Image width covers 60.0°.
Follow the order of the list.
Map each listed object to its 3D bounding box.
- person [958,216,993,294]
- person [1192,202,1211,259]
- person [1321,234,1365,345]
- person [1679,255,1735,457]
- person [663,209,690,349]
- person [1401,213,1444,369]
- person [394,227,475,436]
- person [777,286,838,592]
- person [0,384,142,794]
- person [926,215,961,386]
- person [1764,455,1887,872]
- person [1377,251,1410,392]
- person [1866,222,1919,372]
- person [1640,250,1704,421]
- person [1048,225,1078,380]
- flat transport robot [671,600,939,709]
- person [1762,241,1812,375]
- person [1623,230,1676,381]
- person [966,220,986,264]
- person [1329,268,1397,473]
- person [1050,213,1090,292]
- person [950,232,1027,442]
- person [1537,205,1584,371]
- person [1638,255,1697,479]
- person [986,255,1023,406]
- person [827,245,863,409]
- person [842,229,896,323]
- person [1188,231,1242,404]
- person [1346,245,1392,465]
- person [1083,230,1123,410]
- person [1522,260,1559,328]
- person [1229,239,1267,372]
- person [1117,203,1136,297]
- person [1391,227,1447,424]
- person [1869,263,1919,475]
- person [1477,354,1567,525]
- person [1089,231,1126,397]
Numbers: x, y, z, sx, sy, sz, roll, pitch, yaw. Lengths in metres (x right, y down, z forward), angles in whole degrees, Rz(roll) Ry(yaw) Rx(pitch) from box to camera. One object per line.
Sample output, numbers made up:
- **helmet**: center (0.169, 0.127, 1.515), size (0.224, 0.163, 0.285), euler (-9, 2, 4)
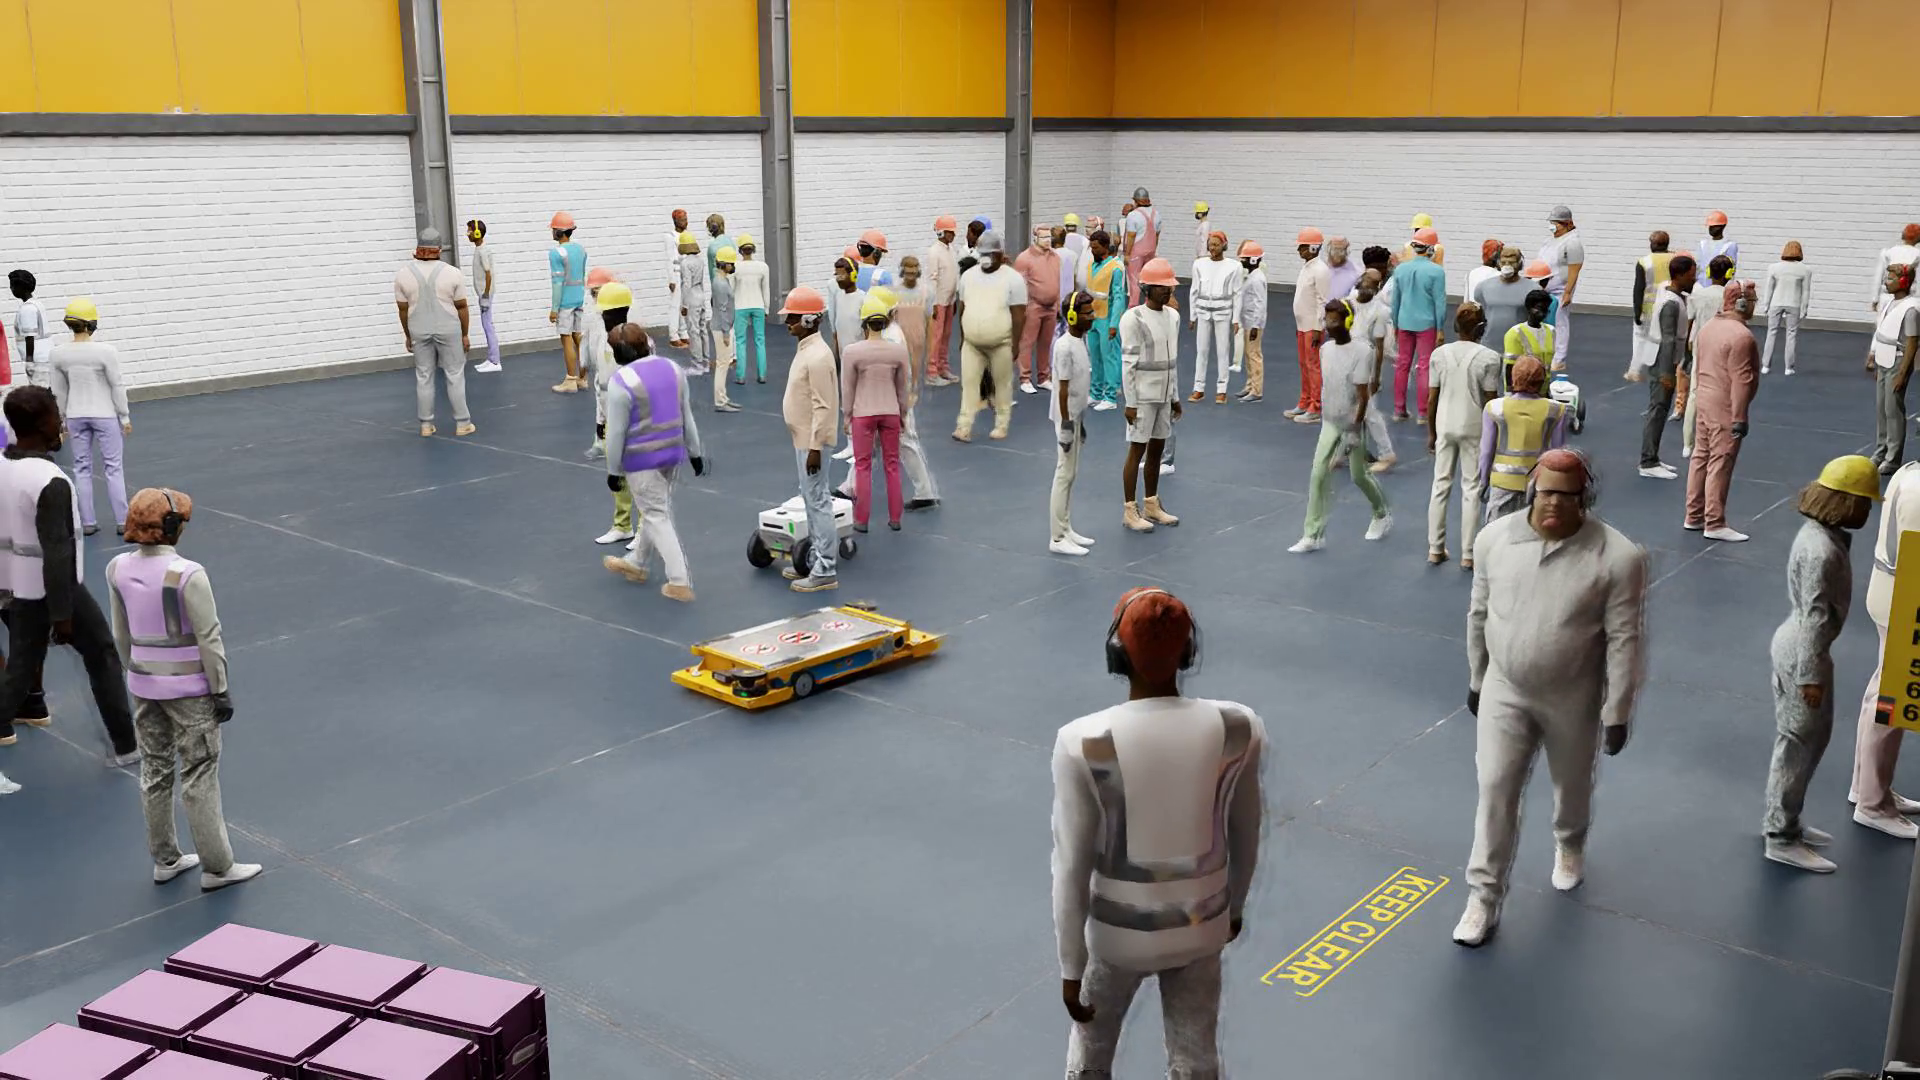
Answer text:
- **person**: center (0.240, -2.967, 20.256), size (0.613, 1.934, 0.421), euler (-12, 18, -40)
- **person**: center (3.997, -4.706, 27.558), size (0.340, 1.761, 0.526), euler (1, 14, 3)
- **person**: center (3.967, -2.300, 17.672), size (0.654, 1.889, 0.715), euler (5, 15, 20)
- **person**: center (6.854, -1.670, 15.192), size (0.521, 1.873, 0.335), euler (12, 18, 40)
- **person**: center (-3.828, -3.580, 22.799), size (0.362, 1.883, 0.575), euler (6, 15, 22)
- **person**: center (5.752, -3.120, 20.873), size (0.367, 1.927, 0.587), euler (-14, 19, -43)
- **person**: center (-5.135, -2.043, 16.338), size (0.680, 2.000, 0.537), euler (-1, 14, -3)
- **person**: center (-0.985, -0.662, 10.911), size (0.381, 1.994, 0.620), euler (-3, 14, -13)
- **person**: center (-4.223, 0.219, 7.629), size (0.595, 1.884, 0.970), euler (9, 17, 32)
- **person**: center (-0.189, -2.812, 19.526), size (0.407, 1.985, 0.618), euler (6, 15, 23)
- **person**: center (3.509, 0.500, 6.812), size (0.340, 1.726, 0.496), euler (8, 16, 29)
- **person**: center (4.860, -2.473, 18.916), size (0.512, 1.611, 0.538), euler (-6, 15, -21)
- **person**: center (11.323, -2.895, 20.093), size (0.594, 1.868, 0.583), euler (13, 19, 43)
- **person**: center (7.377, -2.111, 17.192), size (0.334, 1.750, 0.565), euler (-9, 17, -31)
- **person**: center (1.193, -2.833, 19.904), size (0.516, 1.838, 0.340), euler (-11, 18, -38)
- **flat transport robot**: center (-0.845, 0.617, 9.299), size (0.652, 0.197, 1.431), euler (13, 19, 41)
- **person**: center (10.104, -2.835, 20.344), size (0.501, 1.626, 0.278), euler (9, 17, 33)
- **person**: center (8.194, -2.723, 19.529), size (0.632, 1.811, 0.857), euler (0, 14, -1)
- **person**: center (0.236, -2.776, 19.515), size (0.375, 1.917, 0.599), euler (1, 14, 5)
- **person**: center (3.502, -1.482, 14.605), size (0.432, 1.819, 0.573), euler (-10, 17, -35)
- **person**: center (1.530, -3.654, 23.245), size (0.609, 1.803, 0.694), euler (-1, 14, -2)
- **person**: center (0.238, -1.932, 15.893), size (0.703, 2.000, 0.901), euler (6, 15, 21)
- **person**: center (7.364, -3.126, 20.665), size (0.537, 2.000, 0.678), euler (-3, 14, -12)
- **person**: center (6.116, -1.502, 14.434), size (0.402, 1.912, 0.644), euler (5, 15, 20)
- **person**: center (0.443, -2.278, 18.087), size (0.514, 1.642, 0.315), euler (-4, 15, -15)
- **person**: center (-1.129, -2.268, 17.818), size (0.563, 1.752, 0.325), euler (4, 15, 14)
- **person**: center (-0.848, -1.963, 16.029), size (0.615, 2.034, 0.398), euler (10, 17, 35)
- **person**: center (2.785, -2.432, 18.221), size (0.572, 1.880, 0.358), euler (7, 15, 24)
- **person**: center (3.660, -1.665, 14.981), size (0.366, 1.961, 0.610), euler (-1, 14, -4)
- **person**: center (1.527, -2.358, 17.855), size (0.384, 1.913, 0.596), euler (-8, 16, -28)
- **person**: center (5.467, -1.784, 15.881), size (0.328, 1.753, 0.560), euler (11, 18, 38)
- **person**: center (3.539, -2.899, 20.583), size (0.499, 1.634, 0.279), euler (-2, 14, -8)
- **person**: center (2.982, -5.154, 29.585), size (0.308, 1.640, 0.511), euler (-11, 18, -38)
- **person**: center (4.699, -2.190, 17.014), size (0.382, 1.996, 0.608), euler (-12, 19, -40)
- **person**: center (8.154, -1.481, 14.493), size (0.373, 1.840, 0.571), euler (3, 14, 11)
- **person**: center (3.462, -0.325, 10.287), size (0.514, 1.641, 0.309), euler (4, 14, 14)
- **person**: center (1.682, -2.542, 18.727), size (0.345, 1.846, 0.508), euler (-3, 14, -11)
